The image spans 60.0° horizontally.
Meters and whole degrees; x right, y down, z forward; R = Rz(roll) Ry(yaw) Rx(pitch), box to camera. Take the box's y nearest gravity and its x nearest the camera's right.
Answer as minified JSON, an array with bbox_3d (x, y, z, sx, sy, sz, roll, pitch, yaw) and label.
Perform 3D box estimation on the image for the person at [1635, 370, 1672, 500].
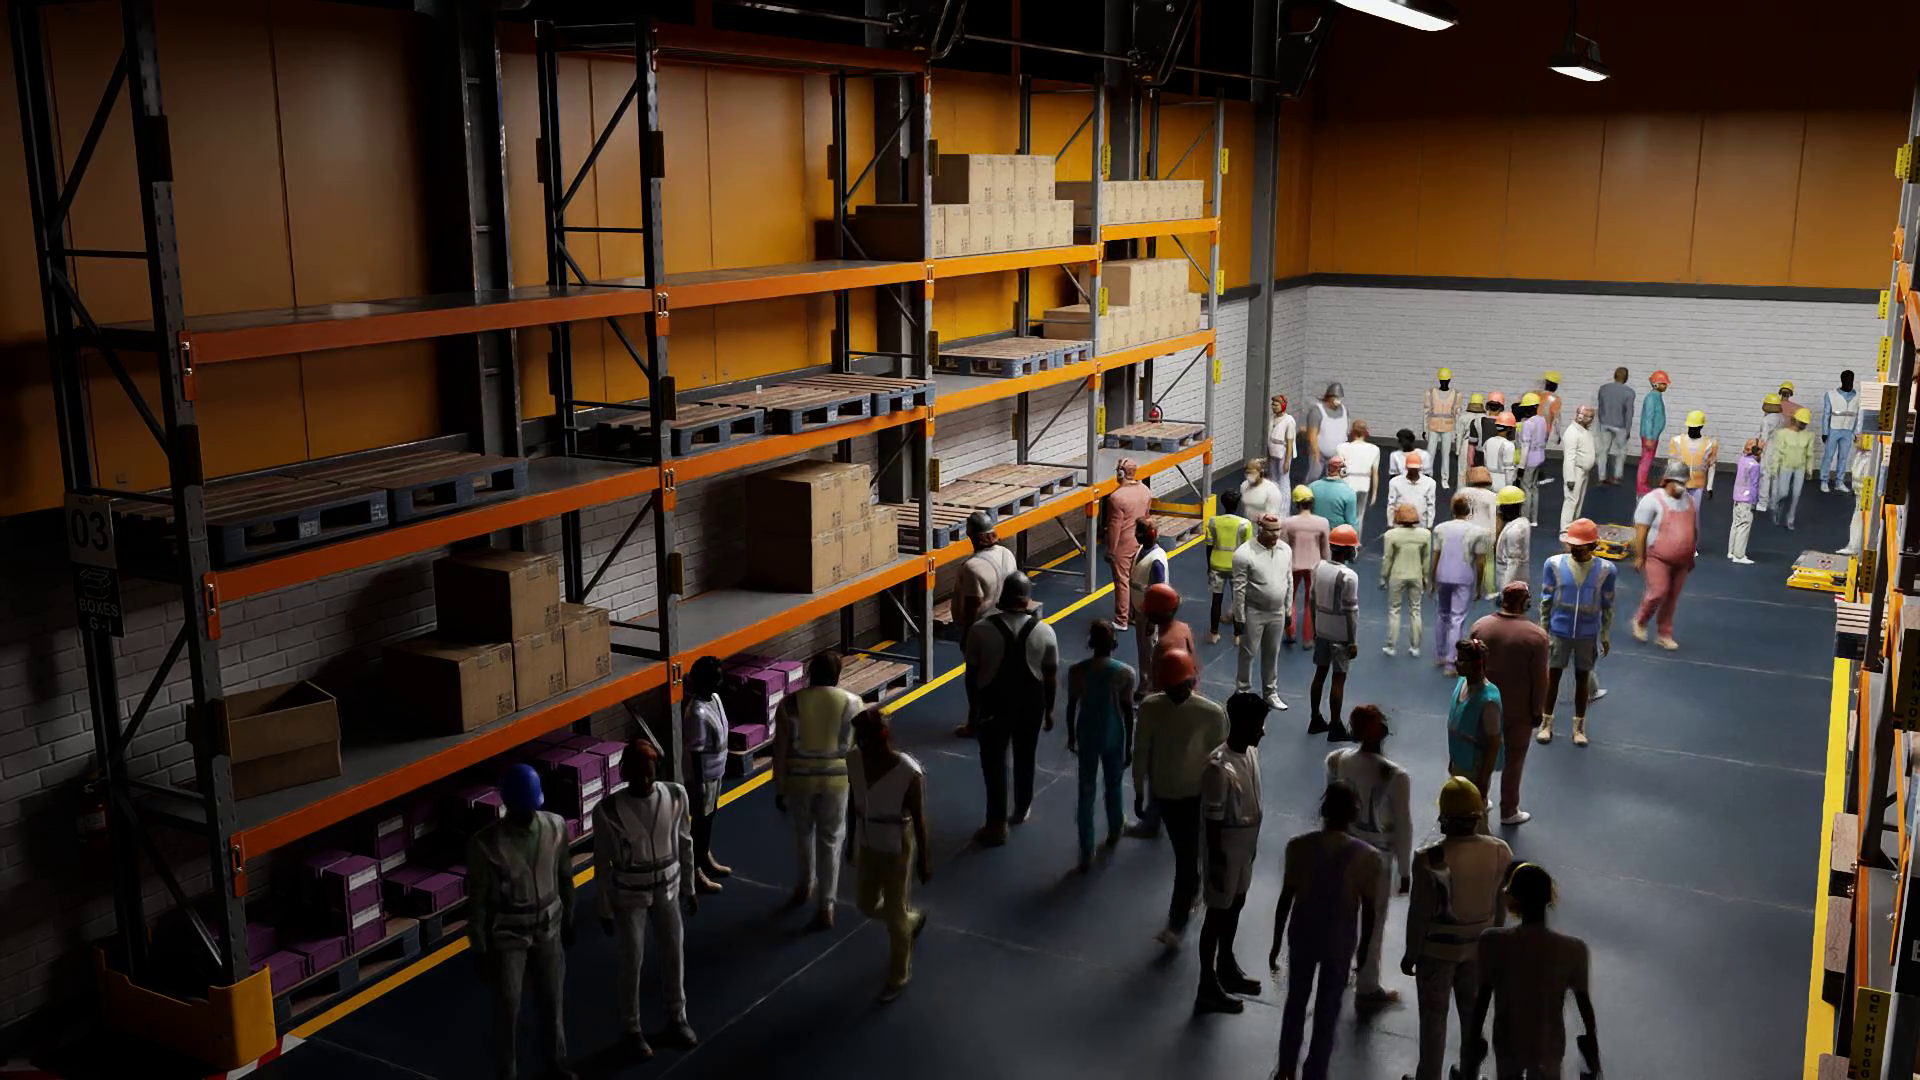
[{"bbox_3d":[10.556,-1.590,25.332,0.395,1.993,0.614,8,15,31],"label":"person"}]

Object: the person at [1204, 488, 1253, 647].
[{"bbox_3d":[2.844,0.292,17.586,0.532,1.693,0.319,6,14,24],"label":"person"}]

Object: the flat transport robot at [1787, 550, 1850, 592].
[{"bbox_3d":[10.631,0.374,20.432,0.652,0.197,1.431,8,15,33],"label":"flat transport robot"}]

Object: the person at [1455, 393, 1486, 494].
[{"bbox_3d":[7.601,-1.310,24.677,0.490,1.730,0.324,1,13,5],"label":"person"}]

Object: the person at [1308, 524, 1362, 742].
[{"bbox_3d":[3.335,0.812,14.711,0.373,1.933,0.551,-7,14,-29],"label":"person"}]

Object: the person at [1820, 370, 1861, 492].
[{"bbox_3d":[13.774,-1.707,26.024,0.591,1.922,0.392,0,13,-1],"label":"person"}]

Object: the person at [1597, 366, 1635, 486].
[{"bbox_3d":[10.458,-1.816,26.515,0.659,1.913,0.652,-11,17,-41],"label":"person"}]

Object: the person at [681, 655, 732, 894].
[{"bbox_3d":[-1.779,1.622,11.647,0.320,1.691,0.537,1,13,6],"label":"person"}]

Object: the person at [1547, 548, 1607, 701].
[{"bbox_3d":[5.745,0.774,15.650,0.873,1.593,0.513,-7,15,-30],"label":"person"}]

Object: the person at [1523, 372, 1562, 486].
[{"bbox_3d":[9.192,-1.717,26.167,0.825,1.874,0.673,-7,14,-29],"label":"person"}]

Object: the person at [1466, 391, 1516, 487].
[{"bbox_3d":[7.233,-1.016,22.700,0.612,2.029,0.407,4,13,17],"label":"person"}]

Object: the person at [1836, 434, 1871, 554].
[{"bbox_3d":[11.929,-0.603,21.786,0.687,1.605,0.551,0,13,2],"label":"person"}]

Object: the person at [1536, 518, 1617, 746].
[{"bbox_3d":[5.372,0.802,14.523,0.609,2.040,0.394,4,13,19],"label":"person"}]

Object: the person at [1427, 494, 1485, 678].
[{"bbox_3d":[4.957,0.450,16.659,0.522,1.807,0.666,8,15,31],"label":"person"}]

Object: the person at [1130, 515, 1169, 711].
[{"bbox_3d":[1.763,0.669,15.547,0.389,1.848,0.567,-2,13,-11],"label":"person"}]

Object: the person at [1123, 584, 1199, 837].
[{"bbox_3d":[1.585,1.282,12.568,0.631,1.961,0.635,6,14,26],"label":"person"}]

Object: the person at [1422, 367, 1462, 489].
[{"bbox_3d":[7.598,-1.764,26.259,0.585,1.929,0.370,3,13,13],"label":"person"}]

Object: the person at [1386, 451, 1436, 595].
[{"bbox_3d":[5.330,-0.201,19.691,0.558,1.742,0.358,2,13,10],"label":"person"}]

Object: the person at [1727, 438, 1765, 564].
[{"bbox_3d":[10.069,-0.504,21.300,0.313,1.631,0.525,1,13,5],"label":"person"}]

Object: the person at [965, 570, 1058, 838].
[{"bbox_3d":[0.393,1.218,12.656,0.706,2.000,0.703,-1,13,-6],"label":"person"}]

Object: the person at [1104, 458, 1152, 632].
[{"bbox_3d":[1.799,0.046,18.206,0.409,1.909,0.641,11,17,40],"label":"person"}]

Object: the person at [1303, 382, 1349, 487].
[{"bbox_3d":[5.310,-1.360,24.199,0.688,2.000,1.028,-3,13,-13],"label":"person"}]

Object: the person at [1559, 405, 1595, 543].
[{"bbox_3d":[8.336,-0.887,22.424,0.400,1.895,0.654,10,16,37],"label":"person"}]

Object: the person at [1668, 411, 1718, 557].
[{"bbox_3d":[9.517,-0.737,21.679,0.586,1.921,0.383,5,14,23],"label":"person"}]

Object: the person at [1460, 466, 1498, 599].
[{"bbox_3d":[6.003,-0.066,19.407,0.746,1.601,0.520,-12,17,-42],"label":"person"}]

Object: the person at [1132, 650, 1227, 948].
[{"bbox_3d":[1.423,1.659,10.910,0.606,1.929,1.045,7,14,29],"label":"person"}]

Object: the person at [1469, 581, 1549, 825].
[{"bbox_3d":[4.242,1.248,12.877,0.394,1.892,0.634,-11,16,-40],"label":"person"}]

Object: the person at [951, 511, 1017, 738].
[{"bbox_3d":[0.173,0.735,14.820,0.536,2.000,0.673,9,15,34],"label":"person"}]

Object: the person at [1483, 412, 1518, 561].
[{"bbox_3d":[6.976,-0.691,21.478,0.388,1.926,0.549,-4,13,-18],"label":"person"}]

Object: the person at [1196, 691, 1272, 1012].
[{"bbox_3d":[1.644,1.849,10.032,0.386,1.955,0.612,8,15,32],"label":"person"}]

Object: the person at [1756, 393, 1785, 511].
[{"bbox_3d":[11.954,-1.304,24.622,0.484,1.744,0.295,-9,15,-34],"label":"person"}]

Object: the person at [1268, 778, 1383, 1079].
[{"bbox_3d":[1.952,2.173,8.911,0.552,1.805,0.506,4,13,18],"label":"person"}]

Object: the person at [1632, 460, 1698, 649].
[{"bbox_3d":[7.440,0.151,17.432,0.707,2.000,0.536,-4,13,-16],"label":"person"}]

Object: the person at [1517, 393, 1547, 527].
[{"bbox_3d":[7.990,-1.106,23.360,0.400,1.913,0.592,11,16,40],"label":"person"}]

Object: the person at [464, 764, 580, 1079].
[{"bbox_3d":[-2.334,2.105,8.926,0.616,1.933,0.426,-11,17,-41],"label":"person"}]

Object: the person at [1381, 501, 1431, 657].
[{"bbox_3d":[4.611,0.405,17.214,0.506,1.630,0.268,-1,13,-4],"label":"person"}]

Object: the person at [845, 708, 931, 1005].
[{"bbox_3d":[-0.400,1.875,10.208,0.626,1.820,0.554,10,16,38],"label":"person"}]

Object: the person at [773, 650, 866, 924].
[{"bbox_3d":[-0.939,1.647,11.281,0.647,1.797,0.804,0,13,-2],"label":"person"}]

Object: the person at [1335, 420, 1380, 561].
[{"bbox_3d":[5.124,-0.651,21.587,0.582,1.802,0.967,1,13,5],"label":"person"}]

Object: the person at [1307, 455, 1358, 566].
[{"bbox_3d":[4.123,0.004,18.422,0.399,1.899,0.649,-11,17,-41],"label":"person"}]

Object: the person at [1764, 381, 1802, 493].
[{"bbox_3d":[12.785,-1.597,25.917,0.532,1.754,0.340,6,14,24],"label":"person"}]

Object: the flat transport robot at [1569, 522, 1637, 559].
[{"bbox_3d":[8.684,0.001,22.102,0.652,0.197,1.431,10,16,39],"label":"flat transport robot"}]

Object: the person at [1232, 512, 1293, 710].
[{"bbox_3d":[2.821,0.673,15.421,0.644,1.900,0.399,-6,14,-25],"label":"person"}]

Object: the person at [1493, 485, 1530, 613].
[{"bbox_3d":[5.451,0.415,16.558,0.412,1.913,0.652,6,14,24],"label":"person"}]

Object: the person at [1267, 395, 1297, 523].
[{"bbox_3d":[4.596,-1.165,23.787,0.388,1.837,0.562,-4,13,-19],"label":"person"}]

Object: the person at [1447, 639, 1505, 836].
[{"bbox_3d":[3.553,1.572,11.511,0.373,1.843,0.569,-1,13,-4],"label":"person"}]

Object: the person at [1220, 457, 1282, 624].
[{"bbox_3d":[3.362,-0.006,18.544,1.067,1.887,0.662,-10,16,-37],"label":"person"}]

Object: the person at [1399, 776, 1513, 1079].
[{"bbox_3d":[2.640,2.152,8.945,0.603,1.830,0.404,-4,13,-16],"label":"person"}]

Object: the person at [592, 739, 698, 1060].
[{"bbox_3d":[-1.785,2.019,9.449,0.585,1.876,0.351,-8,15,-31],"label":"person"}]

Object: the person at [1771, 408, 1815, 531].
[{"bbox_3d":[11.605,-0.985,23.181,0.569,1.735,0.399,1,13,4],"label":"person"}]

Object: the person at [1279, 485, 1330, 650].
[{"bbox_3d":[3.620,0.284,17.504,0.583,1.754,0.431,1,13,4],"label":"person"}]

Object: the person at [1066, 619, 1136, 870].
[{"bbox_3d":[1.034,1.447,12.195,0.520,1.798,0.888,3,13,13],"label":"person"}]

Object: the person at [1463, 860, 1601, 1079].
[{"bbox_3d":[2.719,2.399,7.873,0.609,1.811,0.952,4,13,18],"label":"person"}]

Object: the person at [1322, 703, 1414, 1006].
[{"bbox_3d":[2.430,1.905,9.993,0.391,1.867,0.618,-10,16,-37],"label":"person"}]

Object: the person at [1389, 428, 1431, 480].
[{"bbox_3d":[5.874,-0.633,21.770,0.555,1.669,0.382,6,14,26],"label":"person"}]
